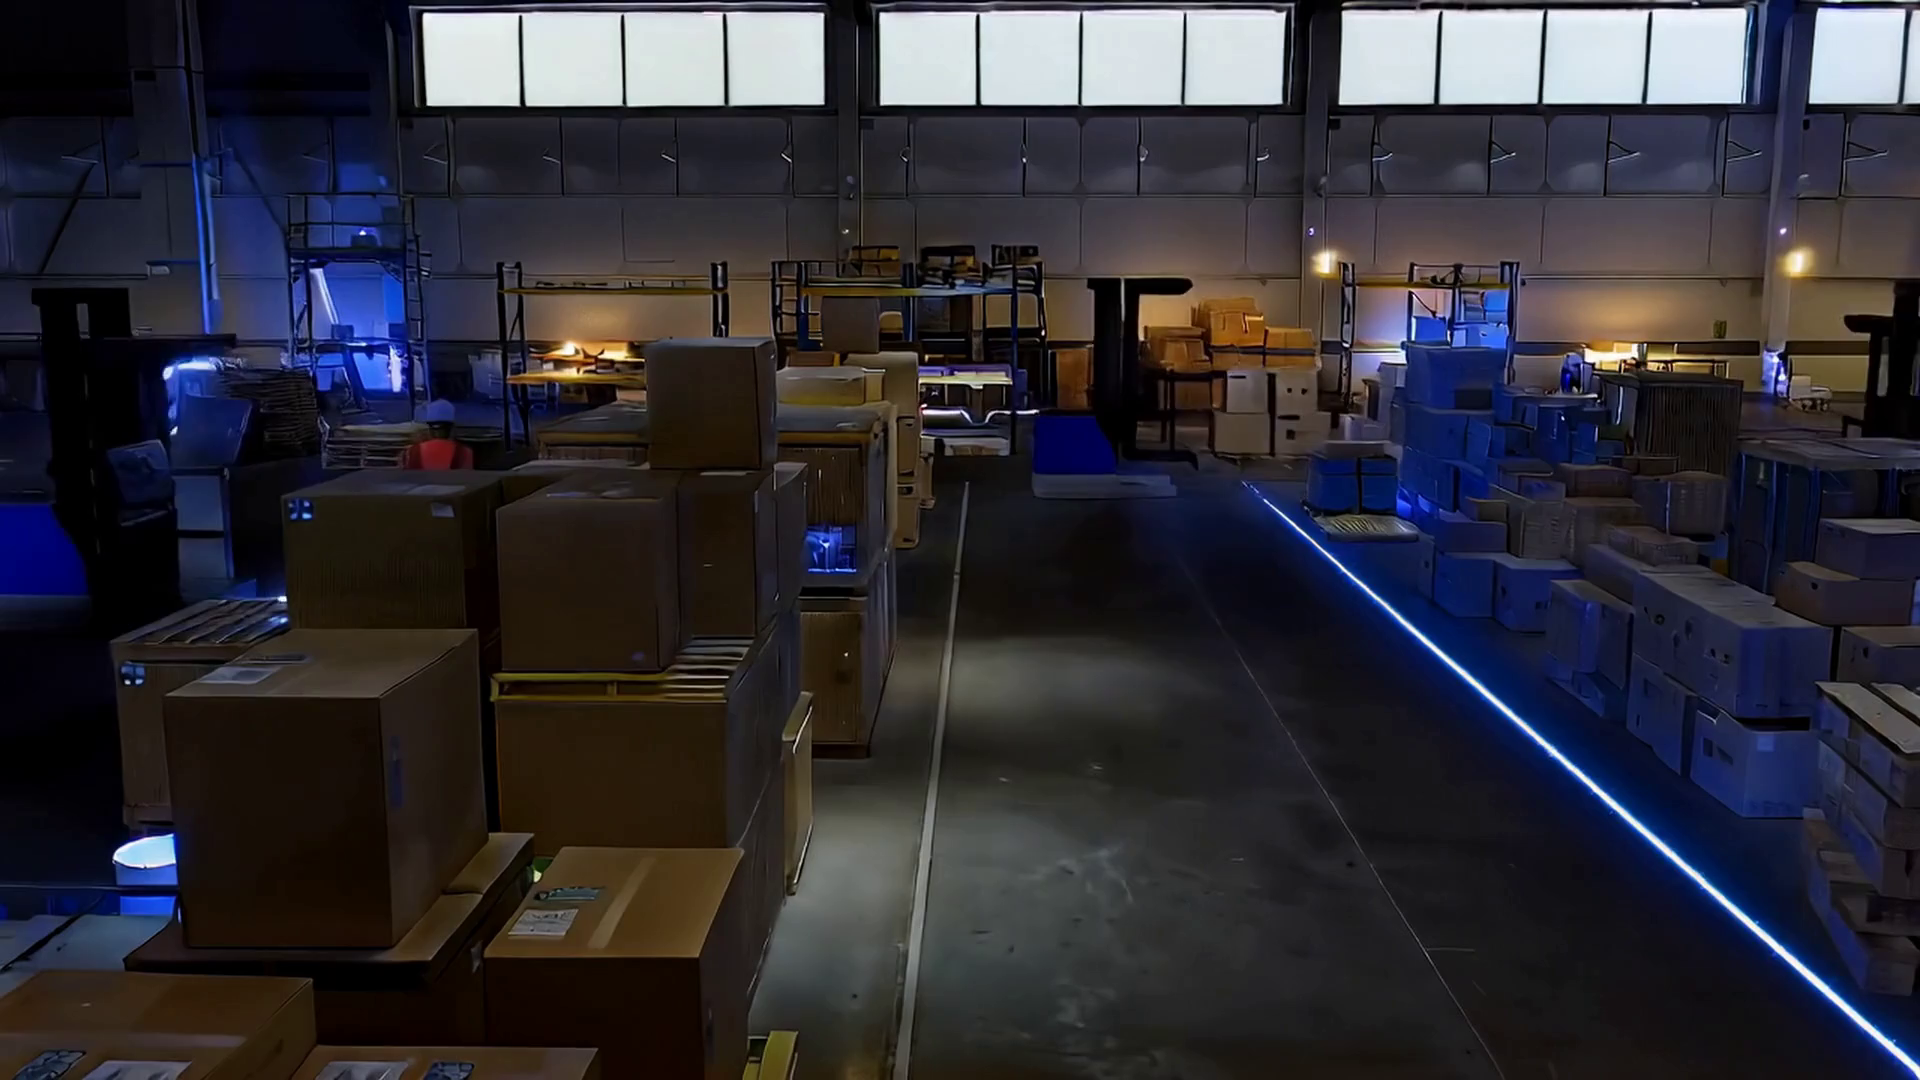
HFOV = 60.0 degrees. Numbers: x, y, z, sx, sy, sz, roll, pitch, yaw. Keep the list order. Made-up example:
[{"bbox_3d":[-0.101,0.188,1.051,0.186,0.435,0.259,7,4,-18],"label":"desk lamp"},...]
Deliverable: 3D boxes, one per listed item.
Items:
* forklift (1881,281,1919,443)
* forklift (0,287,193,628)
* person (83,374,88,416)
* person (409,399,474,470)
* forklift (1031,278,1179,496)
[{"bbox_3d":[10.667,-1.436,18.237,1.129,2.768,1.873,0,9,1],"label":"forklift"},{"bbox_3d":[-7.256,-0.719,13.944,1.873,2.768,1.129,0,9,1],"label":"forklift"},{"bbox_3d":[-12.765,-2.025,24.892,0.974,1.849,0.576,6,11,32],"label":"person"},{"bbox_3d":[-4.286,-0.202,13.758,0.549,1.920,0.720,0,9,1],"label":"person"},{"bbox_3d":[1.884,-2.010,21.678,1.873,2.768,1.129,0,9,1],"label":"forklift"}]
